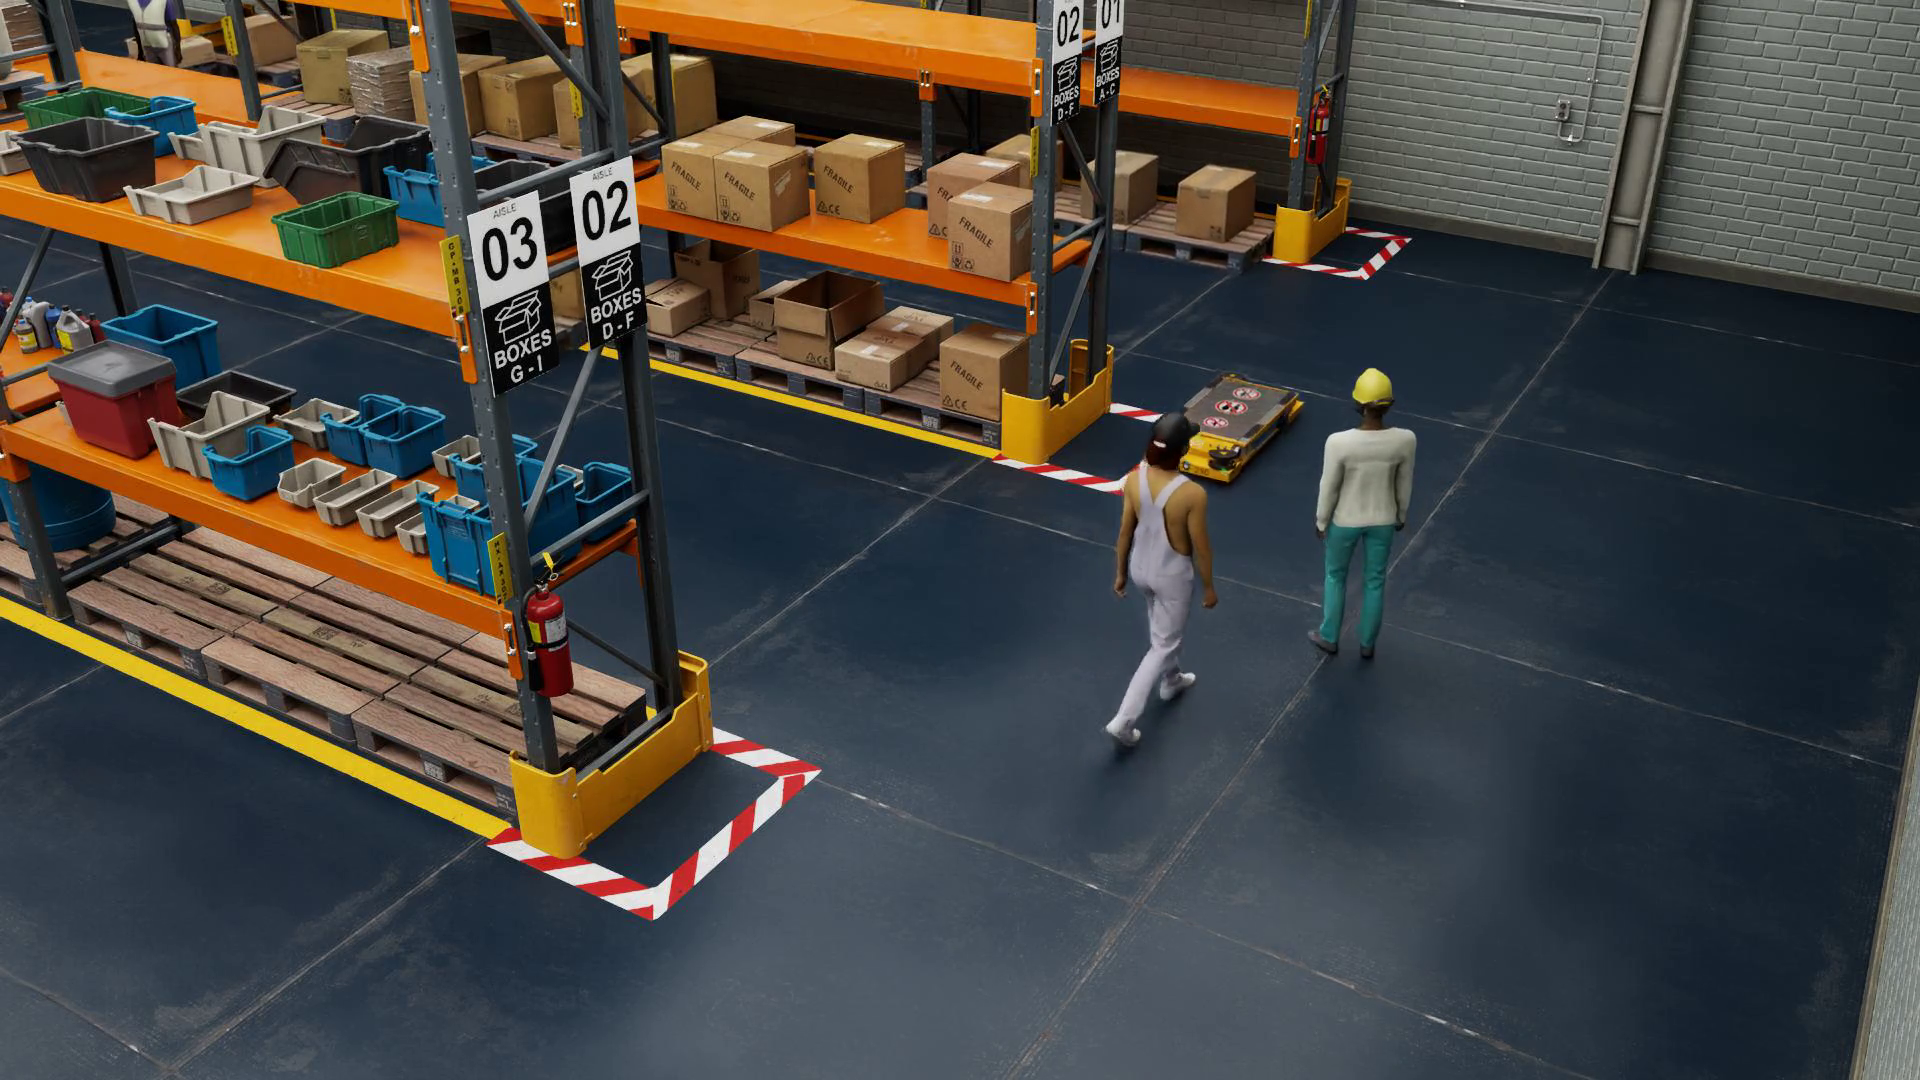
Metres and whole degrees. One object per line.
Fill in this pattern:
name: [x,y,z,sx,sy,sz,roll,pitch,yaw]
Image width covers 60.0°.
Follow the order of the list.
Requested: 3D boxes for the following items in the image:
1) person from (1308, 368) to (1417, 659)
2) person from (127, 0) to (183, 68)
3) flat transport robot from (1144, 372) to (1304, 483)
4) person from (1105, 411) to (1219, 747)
person: [2.249,-0.127,9.328,0.533,1.769,0.318,-2,29,-3]
person: [-9.237,-5.681,19.211,0.567,1.840,0.374,6,30,11]
flat transport robot: [1.948,-0.839,12.139,0.659,0.231,1.431,16,33,27]
person: [1.049,0.195,8.687,0.520,1.831,0.895,23,36,35]
